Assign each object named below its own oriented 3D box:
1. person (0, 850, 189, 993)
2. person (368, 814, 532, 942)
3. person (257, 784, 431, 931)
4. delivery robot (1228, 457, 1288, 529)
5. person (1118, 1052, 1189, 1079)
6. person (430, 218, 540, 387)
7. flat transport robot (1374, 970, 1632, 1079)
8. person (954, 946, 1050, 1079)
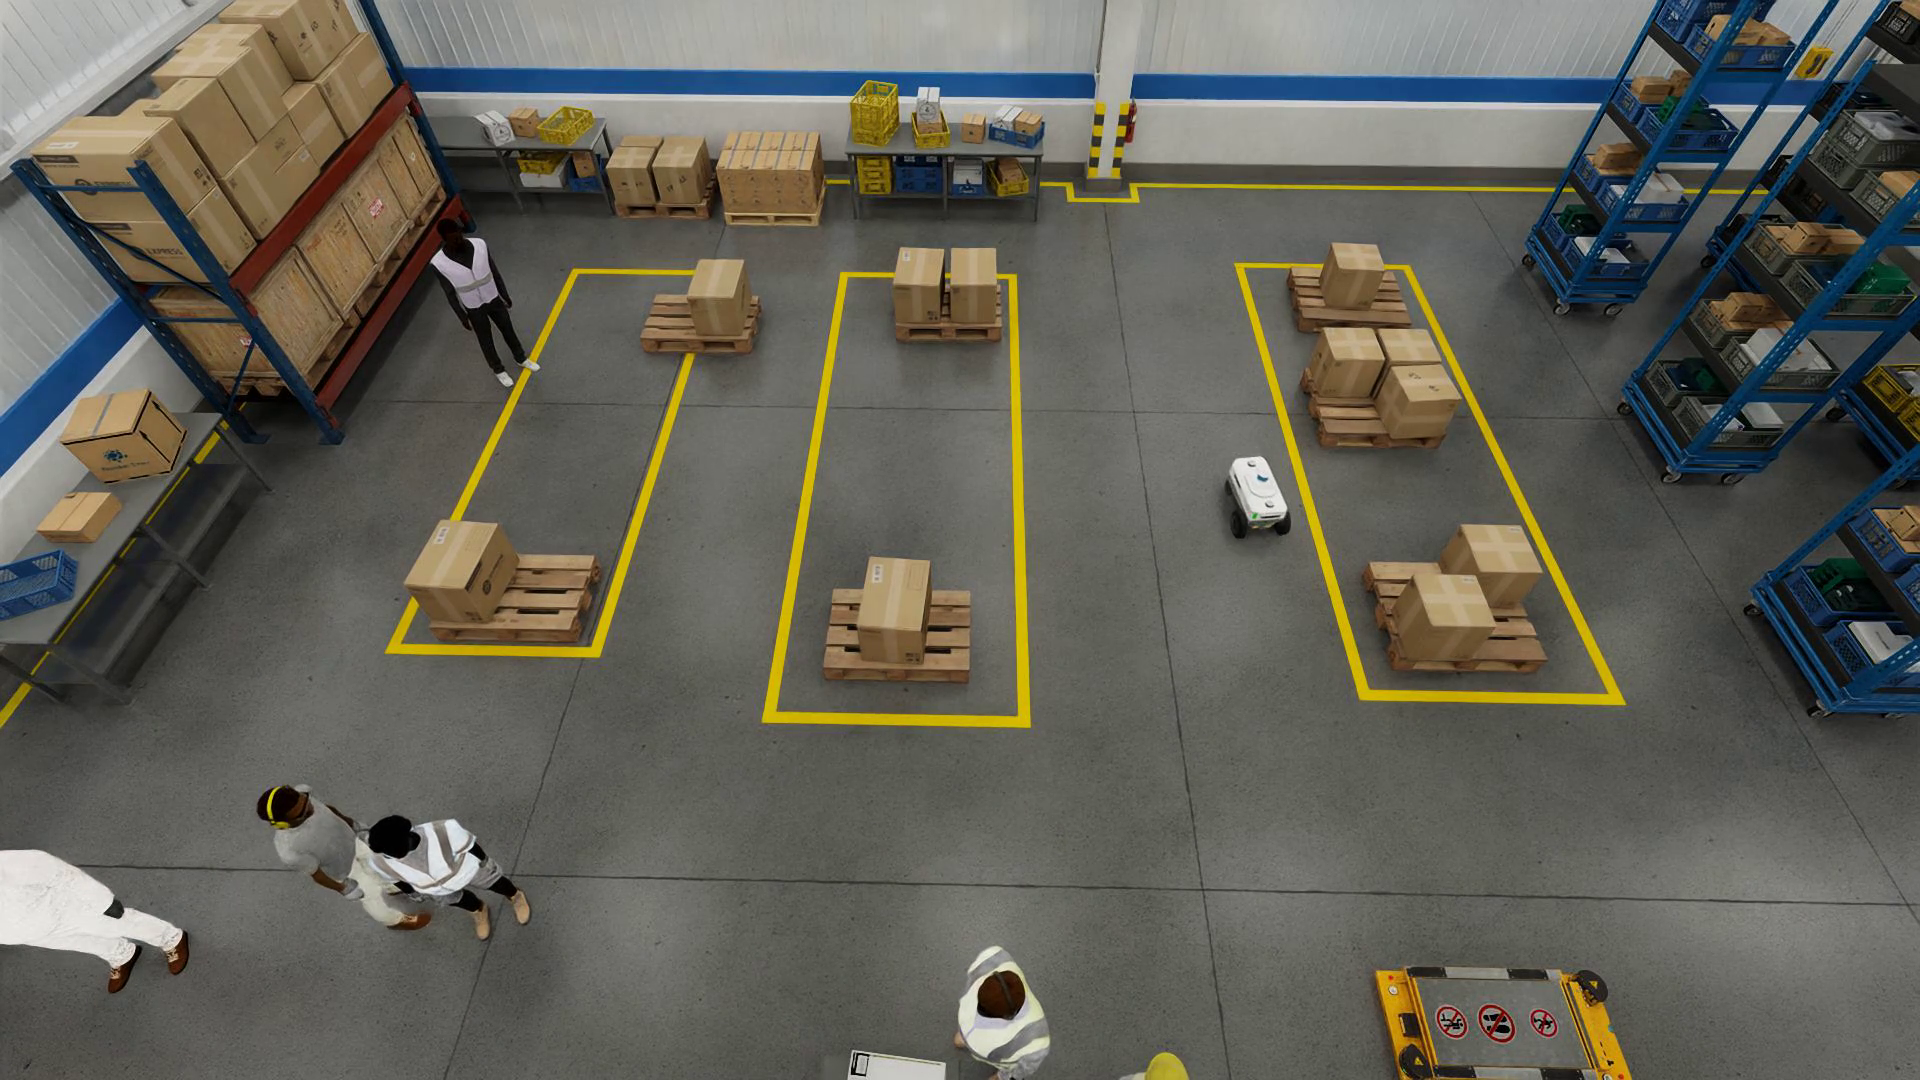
[{"bbox_3d":[-5.505,2.297,5.548,0.652,1.906,0.402,-13,52,-11],"label":"person"},{"bbox_3d":[-3.253,2.123,5.829,0.543,1.686,0.319,-22,54,-17],"label":"person"},{"bbox_3d":[-3.891,2.011,5.822,0.361,1.853,0.514,-12,52,-10],"label":"person"},{"bbox_3d":[2.794,-0.460,8.603,0.477,0.478,0.707,-5,51,-4],"label":"delivery robot"},{"bbox_3d":[0.990,3.124,4.930,0.597,1.824,0.403,16,53,13],"label":"person"},{"bbox_3d":[-4.918,-2.447,9.413,0.374,1.910,0.588,33,58,24],"label":"person"},{"bbox_3d":[3.501,3.133,5.914,1.431,0.197,0.652,1,51,1],"label":"flat transport robot"},{"bbox_3d":[0.206,2.772,5.202,0.430,1.845,0.619,-24,55,-18],"label":"person"}]
